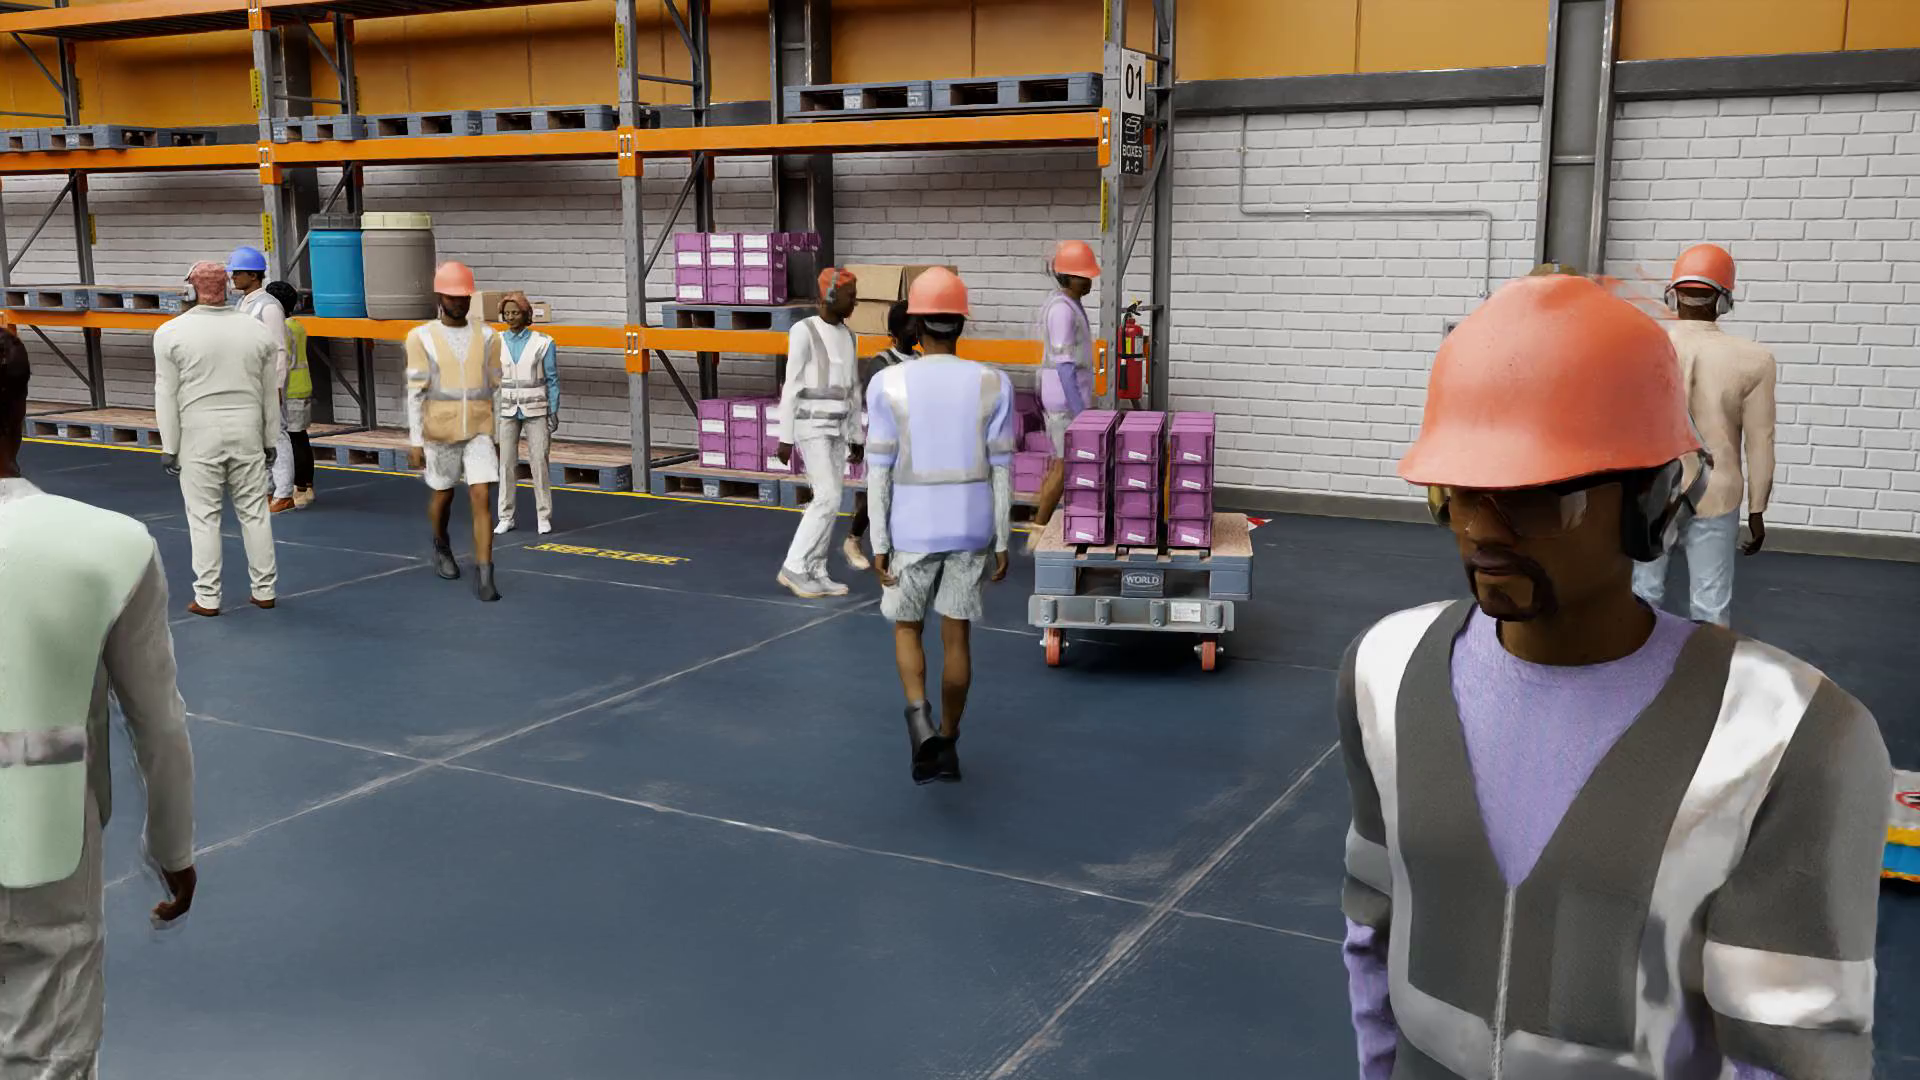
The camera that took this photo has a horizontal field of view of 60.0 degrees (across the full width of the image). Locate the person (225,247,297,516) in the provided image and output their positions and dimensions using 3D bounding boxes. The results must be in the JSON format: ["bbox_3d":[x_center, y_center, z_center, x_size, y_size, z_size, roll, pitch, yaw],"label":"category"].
[{"bbox_3d":[-5.102,-1.150,12.129,0.398,1.949,0.604,-10,14,-44],"label":"person"}]

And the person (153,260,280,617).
[{"bbox_3d":[-3.986,-0.542,8.954,0.401,1.900,0.636,10,14,44],"label":"person"}]

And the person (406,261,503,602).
[{"bbox_3d":[-2.887,-0.644,9.529,0.558,1.900,0.985,-6,12,-28],"label":"person"}]

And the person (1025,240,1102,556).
[{"bbox_3d":[0.775,-0.869,10.475,0.764,1.991,0.659,2,11,11],"label":"person"}]

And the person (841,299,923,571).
[{"bbox_3d":[-0.384,-0.600,9.884,0.835,1.664,0.539,9,14,41],"label":"person"}]

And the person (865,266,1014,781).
[{"bbox_3d":[-0.066,-0.026,6.065,0.545,1.922,0.561,-1,10,-6],"label":"person"}]

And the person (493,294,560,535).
[{"bbox_3d":[-2.989,-0.850,11.335,0.523,1.638,0.310,-1,10,-4],"label":"person"}]

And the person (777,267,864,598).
[{"bbox_3d":[-0.767,-0.591,9.361,0.398,1.858,0.616,5,12,27],"label":"person"}]

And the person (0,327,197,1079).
[{"bbox_3d":[-1.692,0.557,2.952,0.627,1.878,0.861,-4,11,-20],"label":"person"}]

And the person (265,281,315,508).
[{"bbox_3d":[-5.025,-1.082,12.447,0.317,1.696,0.539,-1,10,-7],"label":"person"}]

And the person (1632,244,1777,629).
[{"bbox_3d":[2.846,-0.153,6.537,0.623,1.992,0.397,5,11,25],"label":"person"}]

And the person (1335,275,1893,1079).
[{"bbox_3d":[0.615,0.725,1.780,0.623,1.983,1.074,10,14,44],"label":"person"}]
